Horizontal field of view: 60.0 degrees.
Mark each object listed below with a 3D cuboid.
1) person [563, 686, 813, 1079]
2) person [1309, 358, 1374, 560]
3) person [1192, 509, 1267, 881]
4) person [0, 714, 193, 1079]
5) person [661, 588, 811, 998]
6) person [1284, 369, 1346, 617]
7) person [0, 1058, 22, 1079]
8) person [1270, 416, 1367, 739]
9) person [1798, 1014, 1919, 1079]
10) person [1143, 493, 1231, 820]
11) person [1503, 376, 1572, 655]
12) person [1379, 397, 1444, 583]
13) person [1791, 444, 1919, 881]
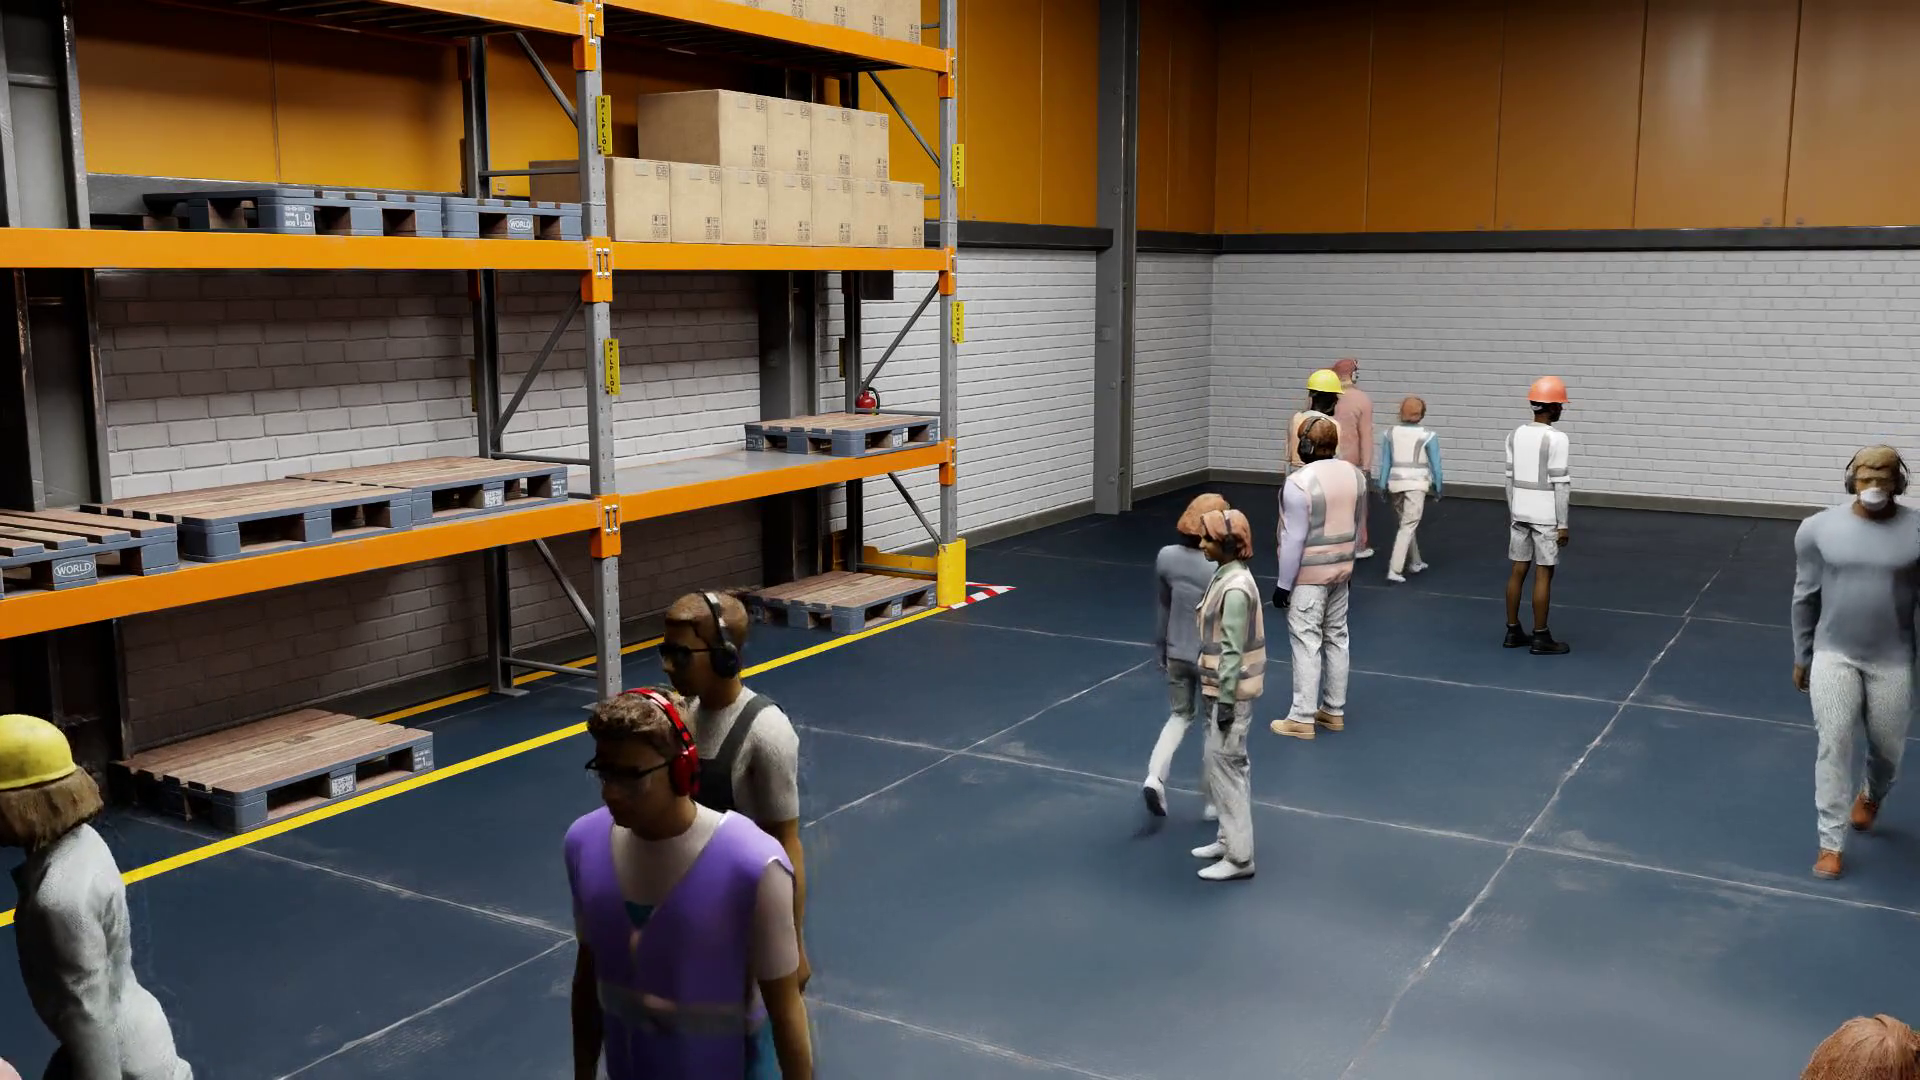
[{"bbox_3d":[-0.558,1.181,3.530,0.624,1.820,0.478,5,10,28],"label":"person"},{"bbox_3d":[3.574,-0.734,15.298,0.681,1.875,0.727,7,12,38],"label":"person"},{"bbox_3d":[1.188,0.671,7.325,0.313,1.630,0.517,1,9,6],"label":"person"},{"bbox_3d":[-1.949,1.197,3.895,0.967,1.677,0.499,-6,11,-33],"label":"person"},{"bbox_3d":[-0.635,1.029,4.452,0.405,1.827,0.534,-7,12,-38],"label":"person"},{"bbox_3d":[2.712,-0.333,12.662,0.383,1.922,0.593,-4,10,-25],"label":"person"},{"bbox_3d":[-1.622,1.321,2.471,0.679,1.886,0.398,2,9,13],"label":"person"},{"bbox_3d":[2.021,0.212,9.519,0.619,1.845,0.430,-7,11,-37],"label":"person"},{"bbox_3d":[1.305,1.461,2.481,0.522,1.591,0.845,3,10,18],"label":"person"},{"bbox_3d":[1.139,0.572,7.950,0.572,1.614,0.531,-9,13,-43],"label":"person"},{"bbox_3d":[4.049,-0.169,11.603,0.369,1.936,0.549,-4,10,-26],"label":"person"},{"bbox_3d":[3.890,-0.438,14.374,0.876,1.588,0.517,-8,12,-41],"label":"person"},{"bbox_3d":[4.070,0.509,7.464,0.639,1.915,0.845,6,11,31],"label":"person"}]
